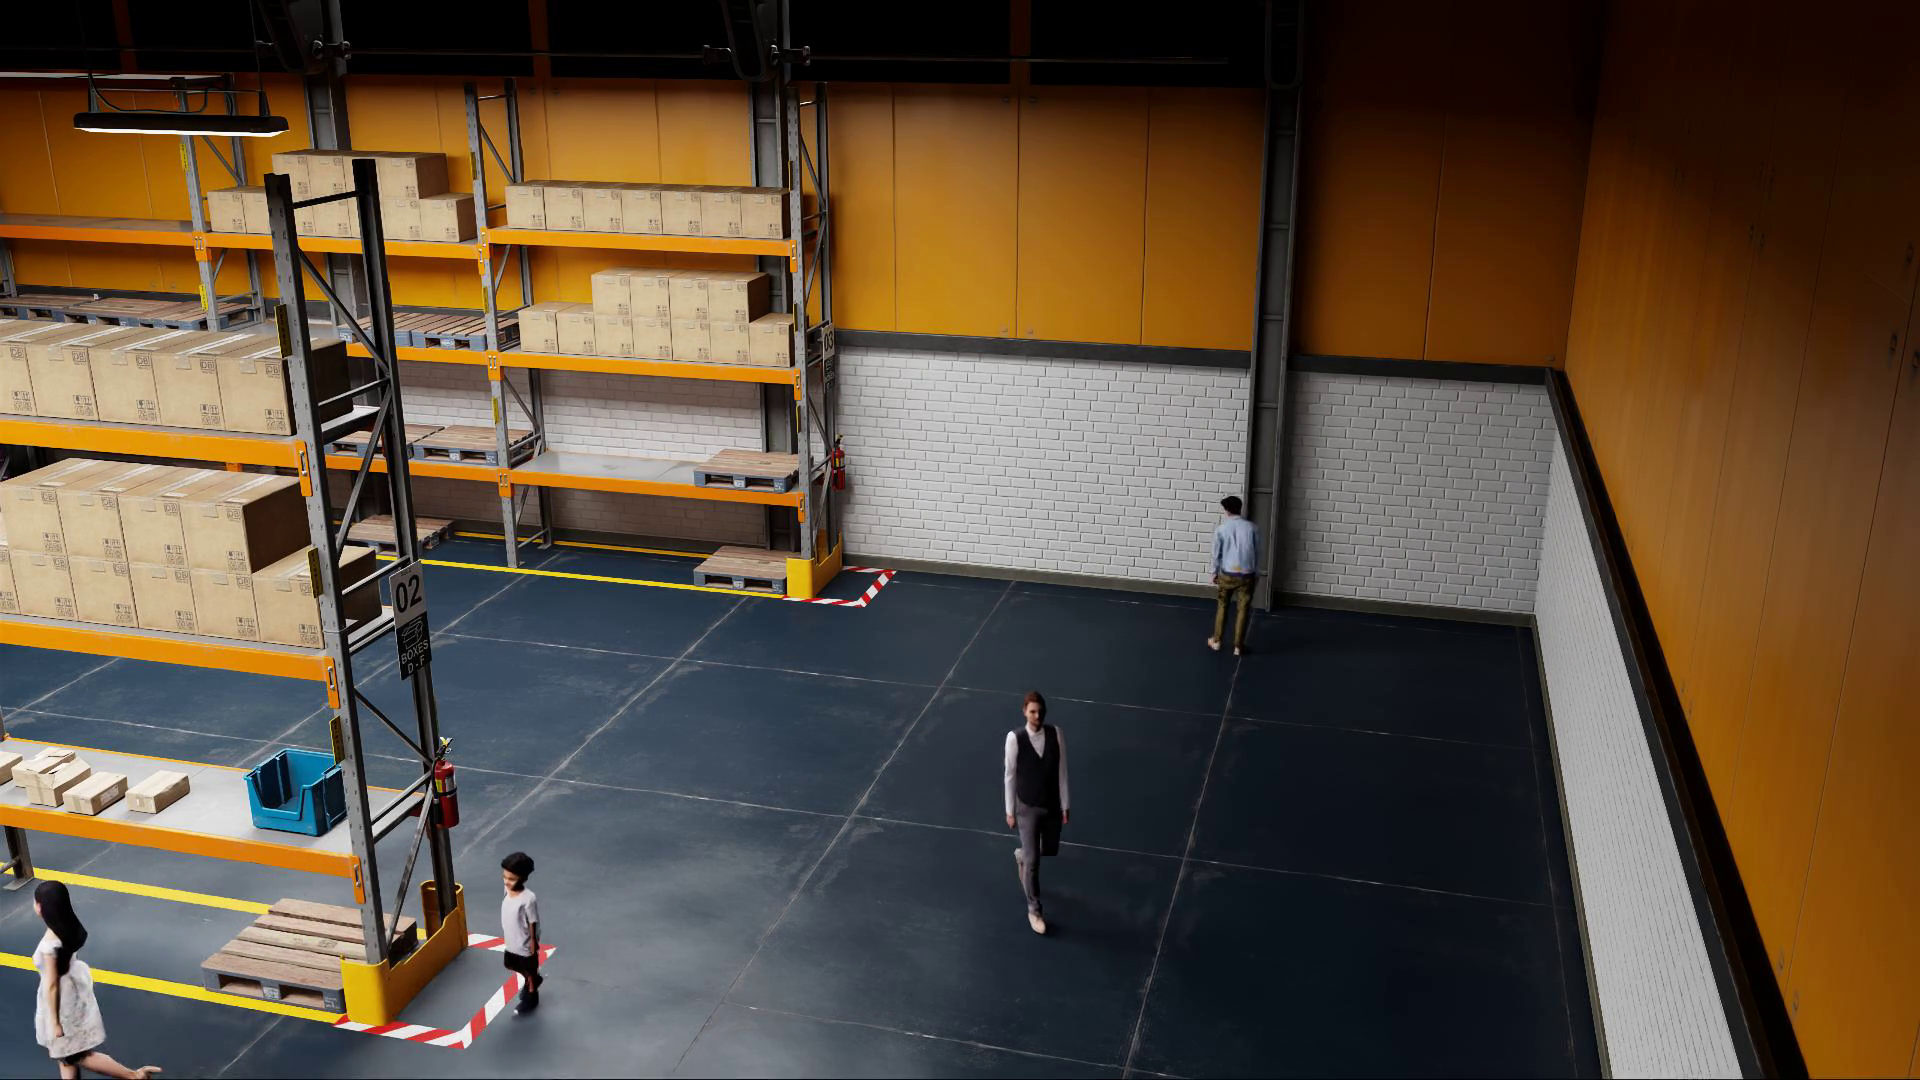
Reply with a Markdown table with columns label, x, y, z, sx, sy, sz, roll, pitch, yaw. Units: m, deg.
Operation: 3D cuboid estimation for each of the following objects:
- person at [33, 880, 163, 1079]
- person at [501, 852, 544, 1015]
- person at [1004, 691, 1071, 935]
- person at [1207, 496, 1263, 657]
| label | x | y | z | sx | sy | sz | roll | pitch | yaw |
| --- | --- | --- | --- | --- | --- | --- | --- | --- | --- |
| person | -5.602 | 2.998 | 10.650 | 1.070 | 1.750 | 0.848 | -3 | 19 | -8 |
| person | -3.125 | 2.800 | 12.021 | 0.555 | 1.251 | 0.639 | 12 | 22 | 31 |
| person | 0.590 | 2.066 | 13.160 | 1.111 | 1.915 | 1.097 | -6 | 20 | -18 |
| person | 3.060 | 0.386 | 18.329 | 0.501 | 1.800 | 0.768 | 9 | 20 | 24 |
